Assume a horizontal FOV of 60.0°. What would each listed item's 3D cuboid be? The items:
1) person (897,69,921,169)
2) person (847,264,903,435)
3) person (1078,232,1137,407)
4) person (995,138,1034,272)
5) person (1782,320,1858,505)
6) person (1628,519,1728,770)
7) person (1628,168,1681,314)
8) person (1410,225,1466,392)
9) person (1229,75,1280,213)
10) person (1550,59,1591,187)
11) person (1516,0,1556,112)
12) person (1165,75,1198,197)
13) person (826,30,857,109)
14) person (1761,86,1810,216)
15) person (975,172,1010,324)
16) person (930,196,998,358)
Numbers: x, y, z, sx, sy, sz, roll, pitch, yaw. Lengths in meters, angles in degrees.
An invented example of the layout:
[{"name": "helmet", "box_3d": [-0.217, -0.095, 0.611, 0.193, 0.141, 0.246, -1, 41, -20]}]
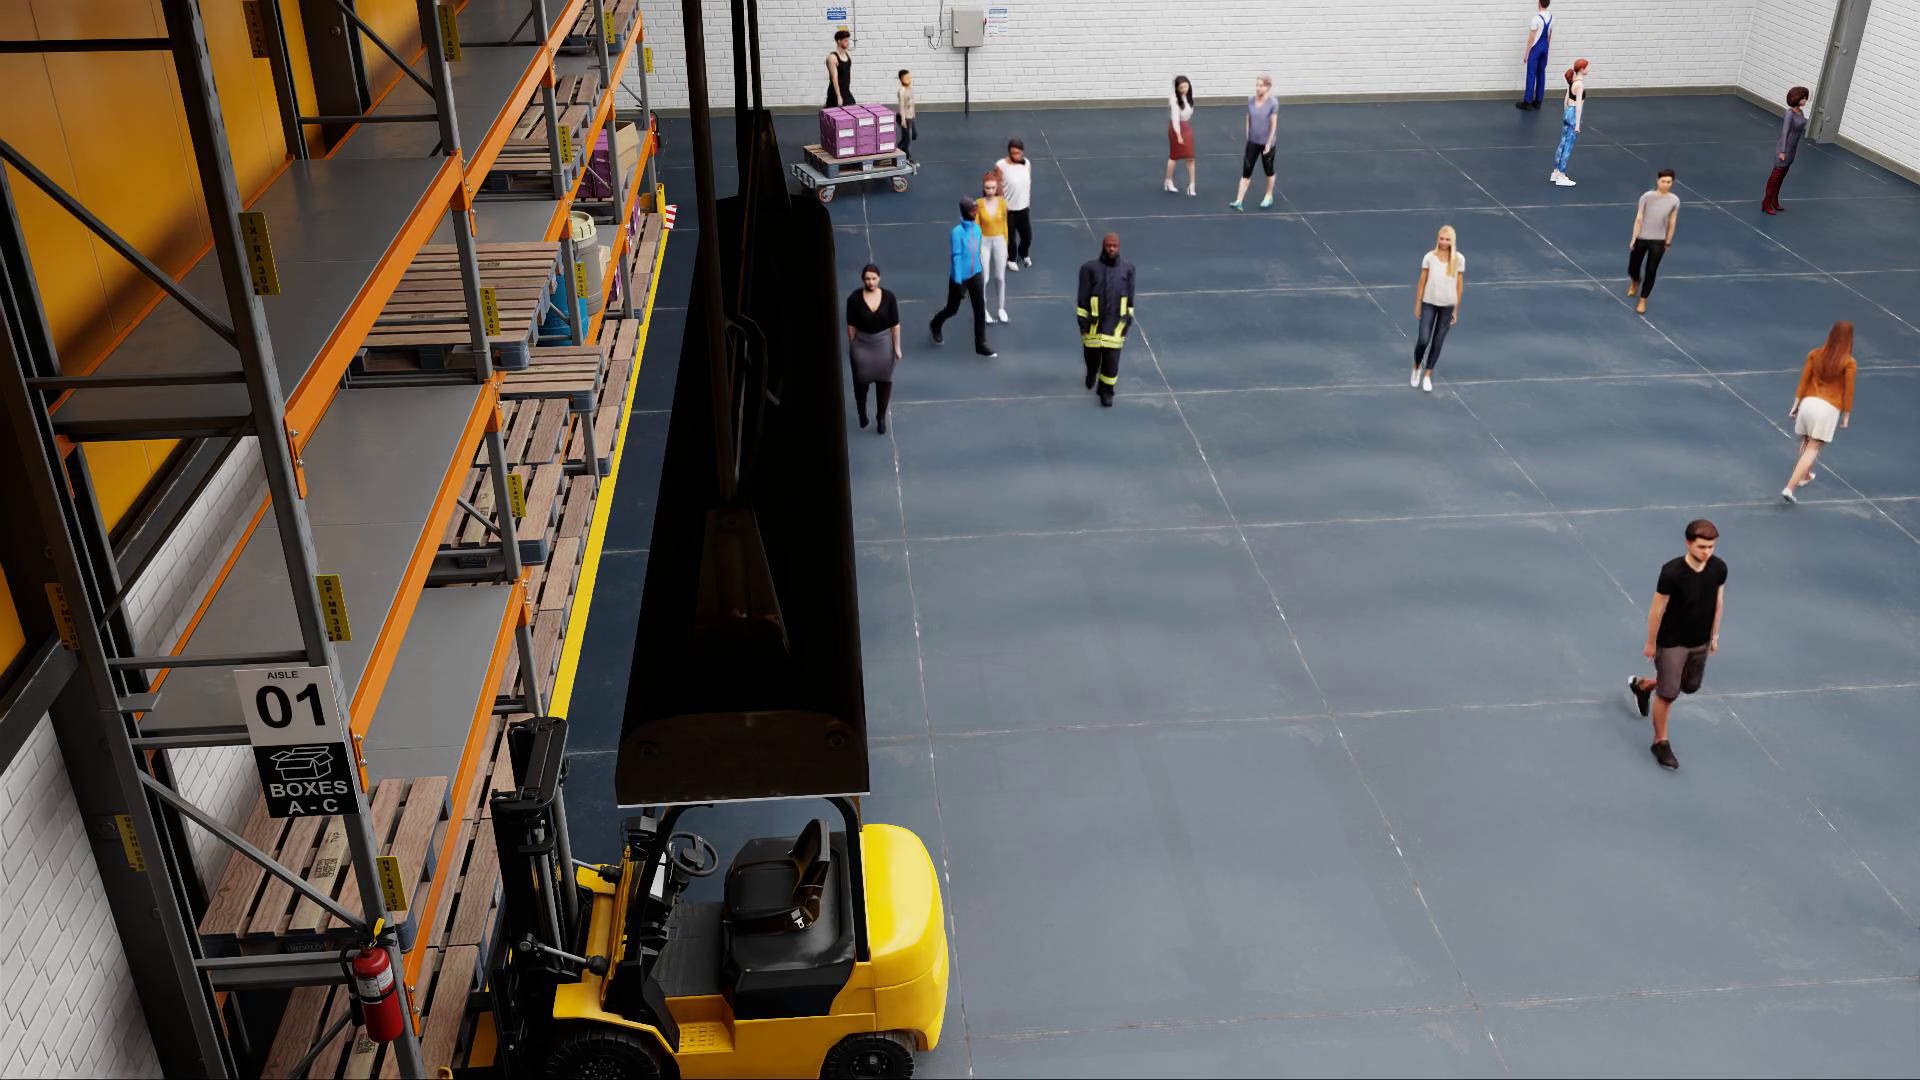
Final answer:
[{"name": "person", "box_3d": [-0.859, -6.277, 24.763, 0.784, 1.452, 0.754, 9, 30, 17]}, {"name": "person", "box_3d": [-0.851, -1.921, 16.465, 0.679, 1.750, 0.629, -4, 29, -7]}, {"name": "person", "box_3d": [1.483, -2.313, 17.115, 0.753, 1.815, 0.872, -1, 29, -2]}, {"name": "person", "box_3d": [0.643, -4.192, 20.713, 0.743, 1.670, 0.739, -13, 31, -23]}, {"name": "person", "box_3d": [7.758, -1.131, 15.078, 1.048, 1.692, 1.107, -20, 34, -32]}, {"name": "person", "box_3d": [5.024, 0.645, 11.662, 0.754, 1.845, 1.047, -6, 29, -11]}, {"name": "person", "box_3d": [8.104, -3.542, 19.483, 0.811, 1.706, 0.913, 13, 31, 22]}, {"name": "person", "box_3d": [4.984, -2.437, 17.365, 0.656, 1.795, 0.693, 6, 29, 10]}, {"name": "person", "box_3d": [4.176, -5.428, 22.803, 1.141, 1.837, 1.278, 18, 33, 29]}, {"name": "person", "box_3d": [8.811, -6.025, 23.953, 0.627, 1.785, 0.494, -2, 29, -3]}, {"name": "person", "box_3d": [9.655, -8.151, 27.784, 0.687, 1.849, 0.669, -11, 30, -19]}, {"name": "person", "box_3d": [3.084, -5.709, 23.455, 1.019, 1.707, 0.908, 25, 37, 38]}, {"name": "person", "box_3d": [-1.899, -6.760, 25.219, 1.088, 1.864, 1.050, 19, 34, 31]}, {"name": "person", "box_3d": [11.315, -5.349, 22.791, 0.660, 1.711, 0.695, -24, 36, -36]}, {"name": "person", "box_3d": [0.347, -3.369, 19.123, 0.603, 1.747, 0.588, -6, 29, -11]}, {"name": "person", "box_3d": [-0.011, -2.879, 18.211, 1.058, 1.761, 1.230, -22, 36, -35]}]
